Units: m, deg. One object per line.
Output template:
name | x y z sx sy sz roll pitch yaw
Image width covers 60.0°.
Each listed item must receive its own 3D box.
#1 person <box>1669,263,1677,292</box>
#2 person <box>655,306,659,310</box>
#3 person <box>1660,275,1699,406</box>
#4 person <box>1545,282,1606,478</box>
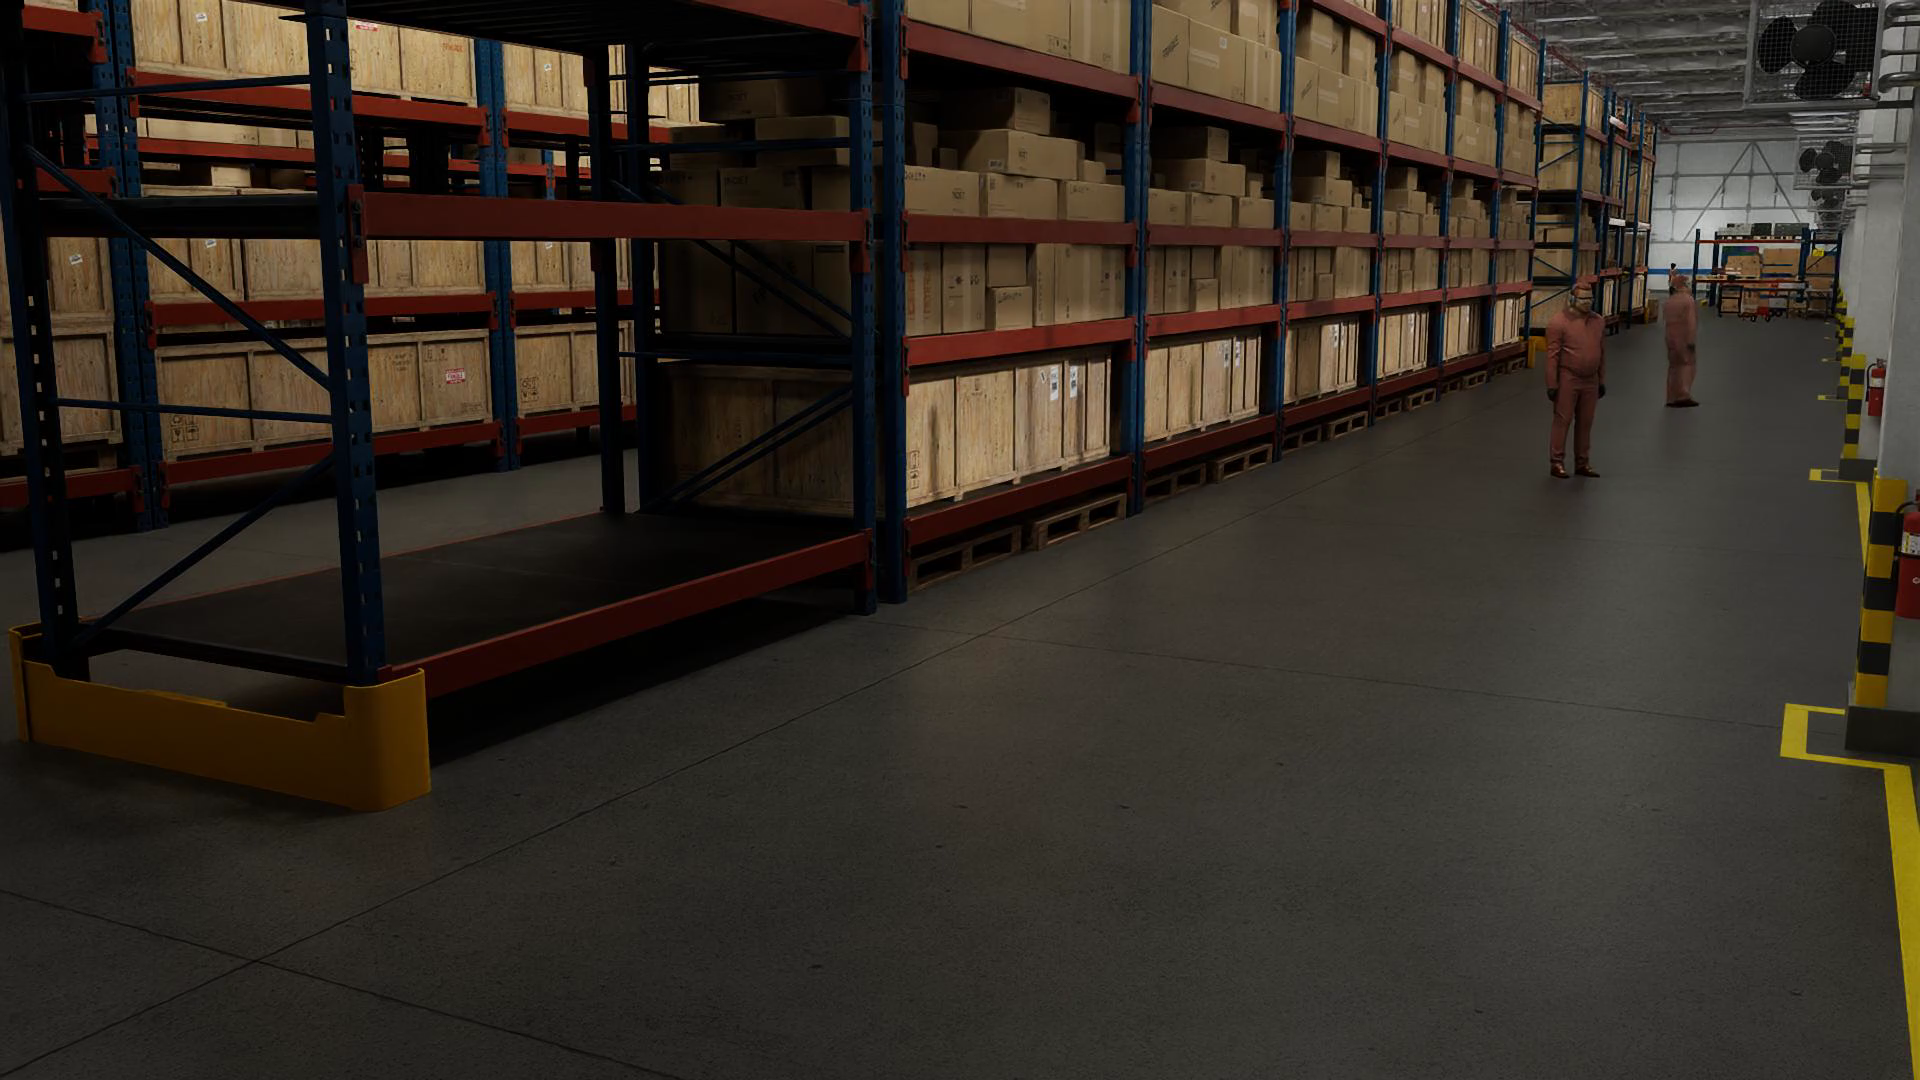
person | 33.941 -12.332 79.194 0.540 1.688 0.319 -8 12 -38
person | -4.757 -3.360 26.514 0.545 1.942 0.353 -4 11 -21
person | 10.239 -2.828 23.655 0.420 1.865 0.719 -3 10 -17
person | 5.977 -1.540 16.123 0.652 1.896 0.402 -3 10 -18
